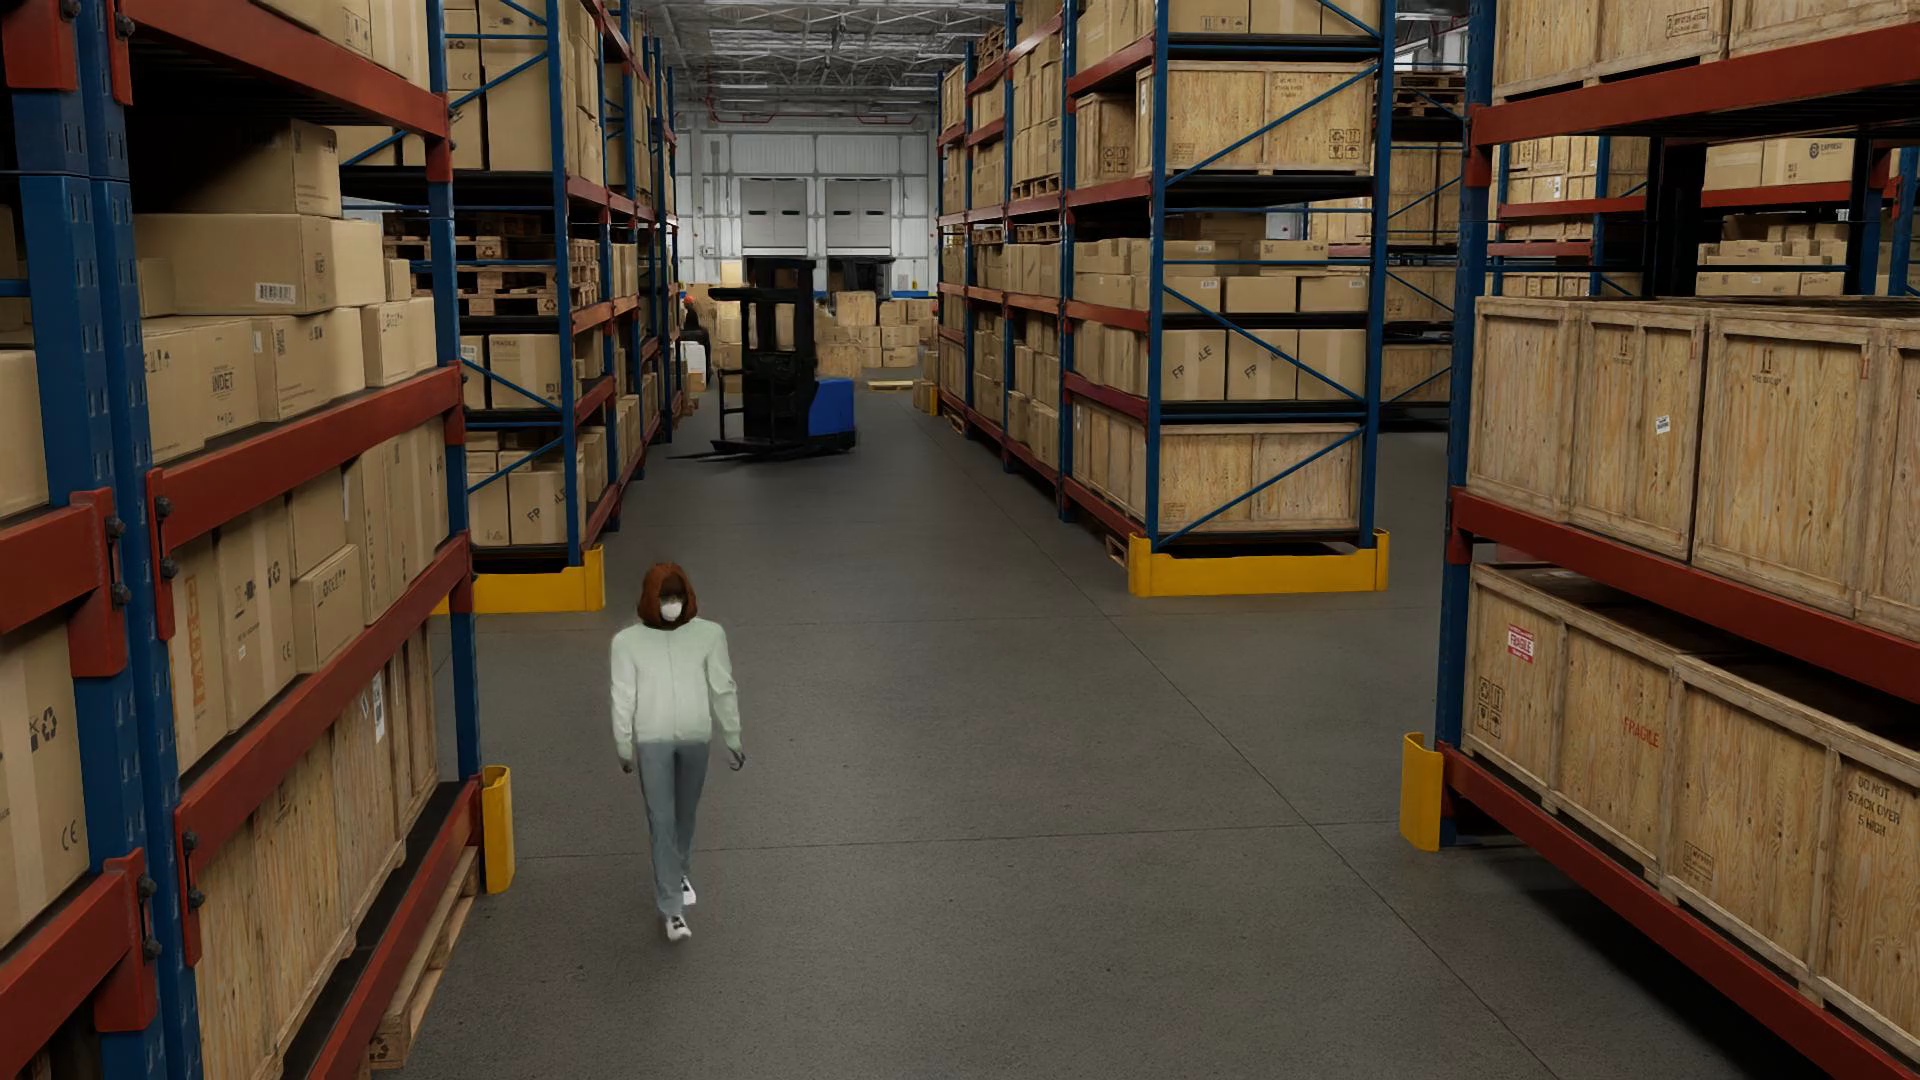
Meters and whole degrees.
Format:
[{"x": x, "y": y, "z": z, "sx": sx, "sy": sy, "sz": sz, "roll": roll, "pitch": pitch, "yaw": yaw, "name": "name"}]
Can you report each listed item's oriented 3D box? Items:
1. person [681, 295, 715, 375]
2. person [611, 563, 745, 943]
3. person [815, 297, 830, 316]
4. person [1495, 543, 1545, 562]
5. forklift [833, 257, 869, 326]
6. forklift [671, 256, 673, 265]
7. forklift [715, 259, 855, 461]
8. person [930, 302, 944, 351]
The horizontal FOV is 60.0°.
[{"x": -6.324, "y": -4.828, "z": 39.418, "sx": 1.032, "sy": 1.948, "sz": 0.640, "roll": -3, "pitch": 10, "yaw": -19, "name": "person"}, {"x": -1.208, "y": 0.891, "z": 7.127, "sx": 0.515, "sy": 1.591, "sz": 0.859, "roll": -4, "pitch": 10, "yaw": -22, "name": "person"}, {"x": -3.284, "y": -4.907, "z": 40.021, "sx": 1.000, "sy": 1.895, "sz": 0.642, "roll": -4, "pitch": 10, "yaw": -21, "name": "person"}, {"x": 3.263, "y": 0.329, "z": 9.496, "sx": 0.427, "sy": 1.895, "sz": 0.667, "roll": -5, "pitch": 11, "yaw": -25, "name": "person"}, {"x": -2.970, "y": -6.678, "z": 47.442, "sx": 1.873, "sy": 2.768, "sz": 1.129, "roll": 6, "pitch": 11, "yaw": 30, "name": "forklift"}, {"x": -10.987, "y": -9.066, "z": 61.344, "sx": 1.129, "sy": 2.768, "sz": 1.873, "roll": -1, "pitch": 10, "yaw": -7, "name": "forklift"}, {"x": -2.487, "y": -2.634, "z": 23.901, "sx": 1.129, "sy": 2.768, "sz": 1.873, "roll": 7, "pitch": 12, "yaw": 37, "name": "forklift"}, {"x": -0.451, "y": -3.989, "z": 34.650, "sx": 0.806, "sy": 1.888, "sz": 0.575, "roll": -5, "pitch": 11, "yaw": -27, "name": "person"}]
